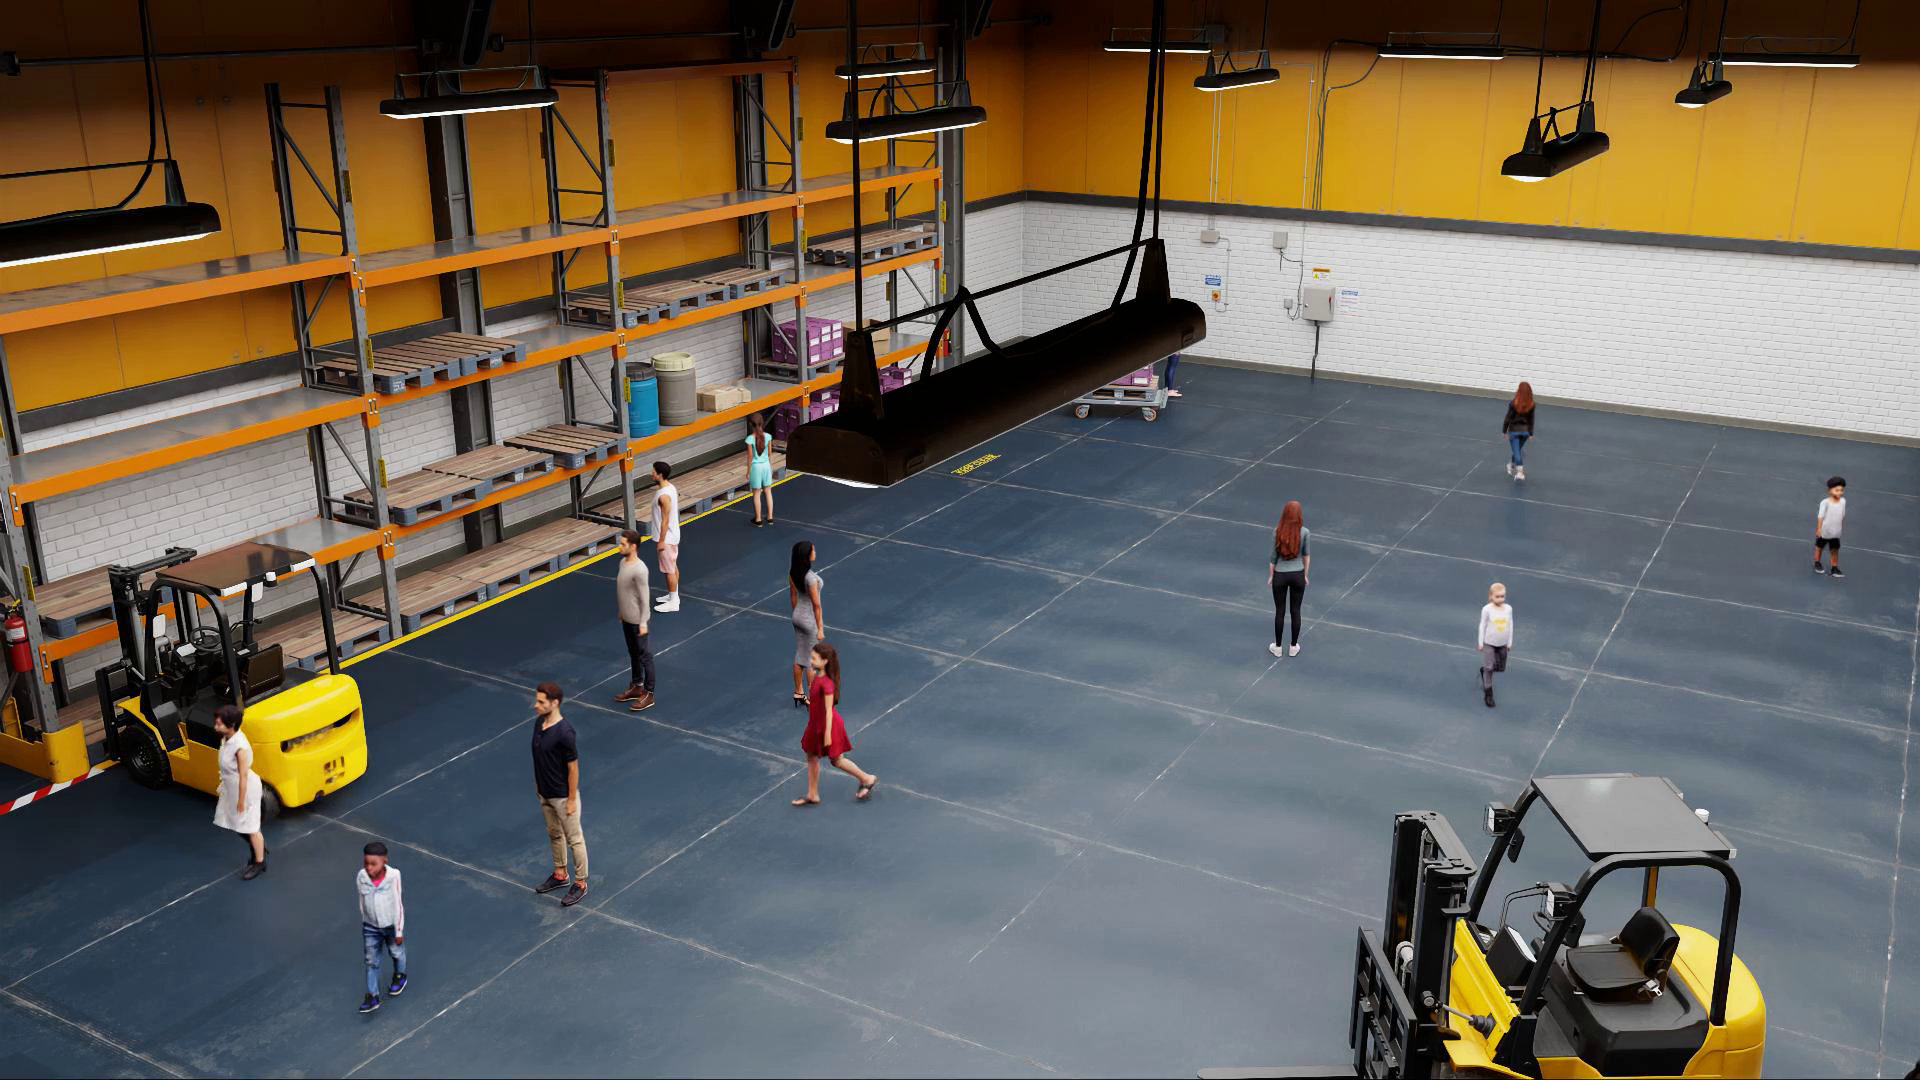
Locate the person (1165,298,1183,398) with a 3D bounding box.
[{"bbox_3d":[3.770,-3.422,29.399,0.716,1.737,0.623,-1,19,-3],"label":"person"}]

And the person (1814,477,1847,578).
[{"bbox_3d":[10.731,-0.188,20.568,0.698,1.243,0.823,1,19,2],"label":"person"}]

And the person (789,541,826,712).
[{"bbox_3d":[-1.533,0.854,16.632,0.635,1.781,0.658,-15,24,-38],"label":"person"}]

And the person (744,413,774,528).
[{"bbox_3d":[-2.690,-0.954,22.350,0.607,1.558,0.697,-11,22,-30],"label":"person"}]

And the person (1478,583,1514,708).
[{"bbox_3d":[5.425,1.029,16.923,0.731,1.265,0.842,-1,19,-4],"label":"person"}]

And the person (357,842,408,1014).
[{"bbox_3d":[-4.122,2.709,11.972,0.716,1.241,0.864,1,19,2],"label":"person"}]

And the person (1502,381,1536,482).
[{"bbox_3d":[8.203,-1.567,24.339,0.909,1.450,1.063,-1,19,-4],"label":"person"}]

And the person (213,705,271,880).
[{"bbox_3d":[-5.767,2.024,13.532,0.719,1.543,0.669,-15,23,-37],"label":"person"}]

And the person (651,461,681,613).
[{"bbox_3d":[-3.400,-0.054,19.317,0.792,1.789,0.695,-1,19,-3],"label":"person"}]

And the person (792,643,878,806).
[{"bbox_3d":[-1.113,1.633,14.712,1.029,1.530,0.937,-6,20,-18],"label":"person"}]

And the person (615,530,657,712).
[{"bbox_3d":[-3.259,0.780,16.714,0.702,1.868,0.730,-14,23,-36],"label":"person"}]

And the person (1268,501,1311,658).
[{"bbox_3d":[3.554,0.418,17.987,0.669,1.743,0.674,1,19,3],"label":"person"}]

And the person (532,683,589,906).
[{"bbox_3d":[-3.177,1.980,13.168,0.671,1.858,0.595,16,24,39],"label":"person"}]
